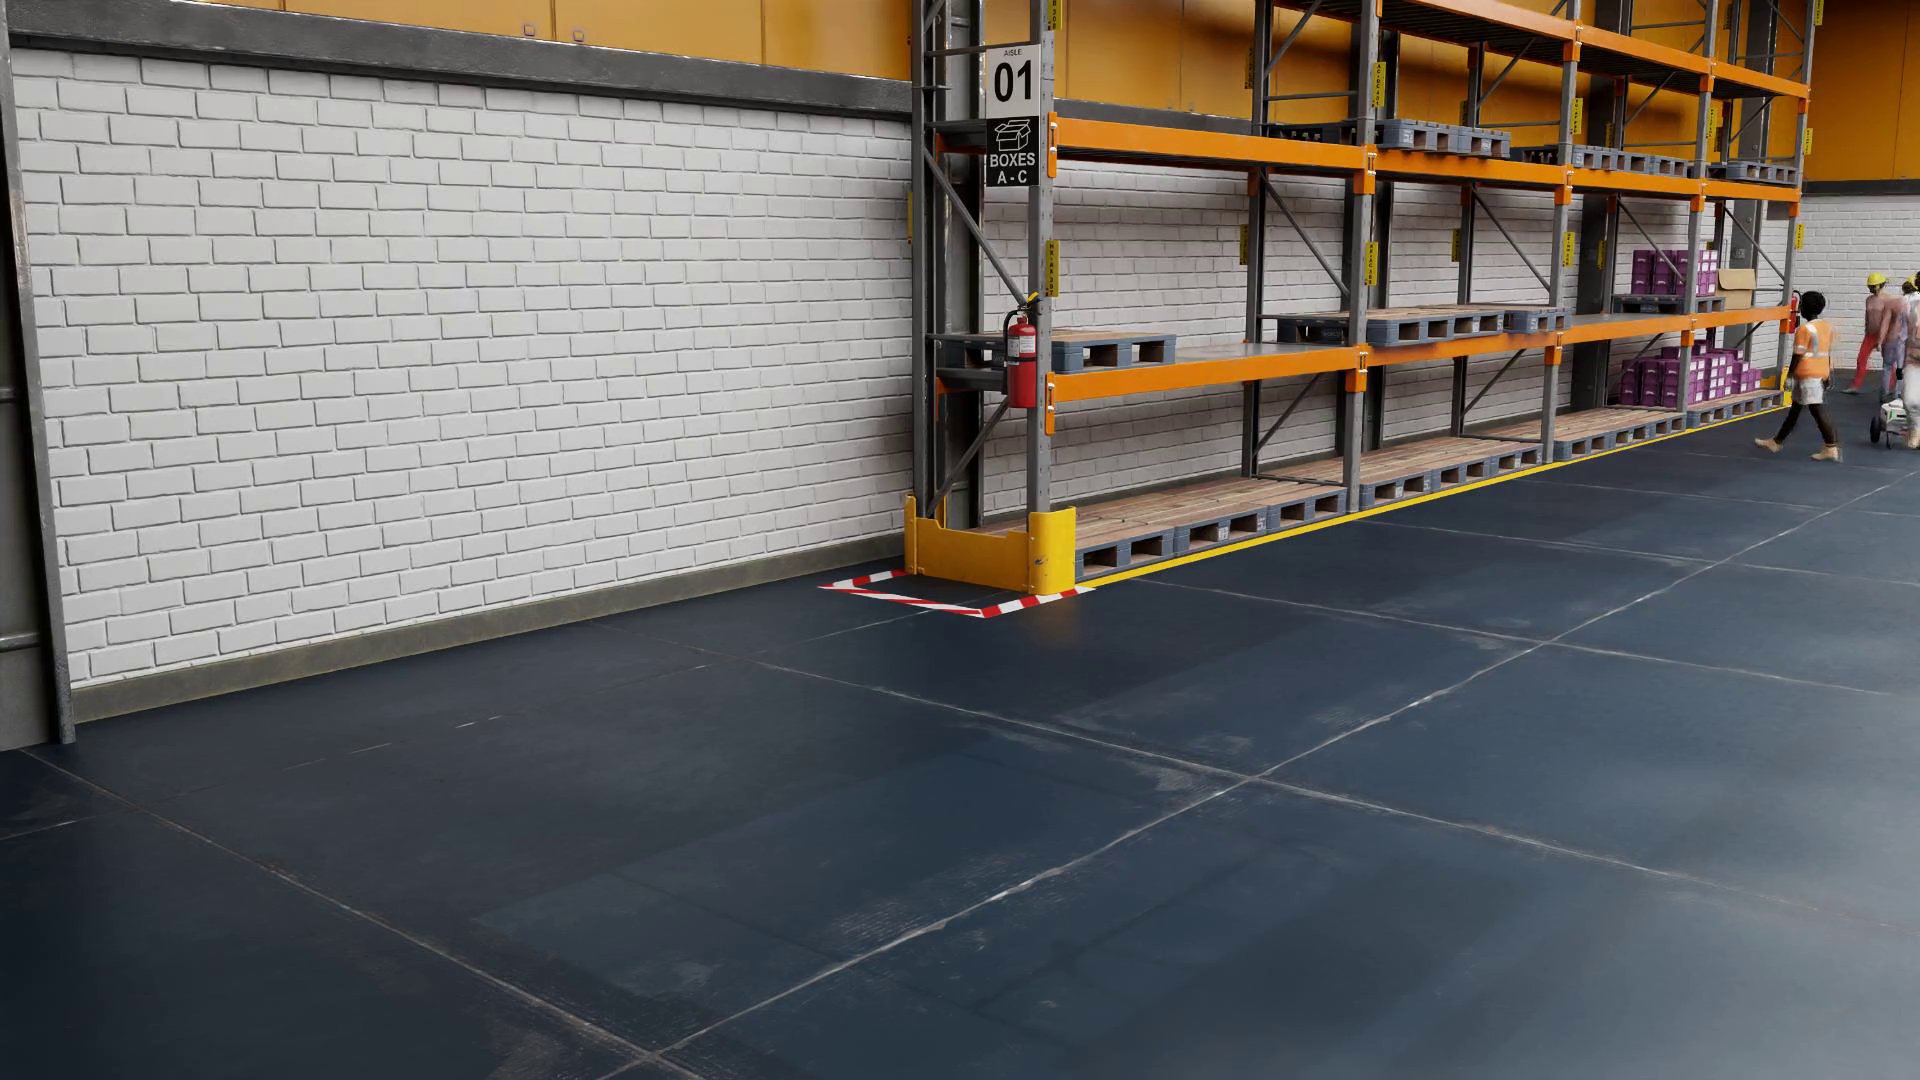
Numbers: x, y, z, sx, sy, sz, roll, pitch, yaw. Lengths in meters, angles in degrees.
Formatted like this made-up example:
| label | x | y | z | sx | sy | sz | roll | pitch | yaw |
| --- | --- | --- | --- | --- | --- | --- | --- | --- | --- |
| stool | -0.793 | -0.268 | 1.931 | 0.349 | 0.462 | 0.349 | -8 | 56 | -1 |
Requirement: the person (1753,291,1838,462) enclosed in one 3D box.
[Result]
| label | x | y | z | sx | sy | sz | roll | pitch | yaw |
| --- | --- | --- | --- | --- | --- | --- | --- | --- | --- |
| person | 8.278 | -1.609 | 16.323 | 0.550 | 1.643 | 0.890 | -8 | 13 | -39 |

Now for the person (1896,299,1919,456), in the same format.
| label | x | y | z | sx | sy | sz | roll | pitch | yaw |
| --- | --- | --- | --- | --- | --- | --- | --- | --- | --- |
| person | 9.704 | -1.745 | 16.615 | 0.652 | 1.829 | 0.438 | 7 | 12 | 33 |

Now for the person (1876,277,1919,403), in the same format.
| label | x | y | z | sx | sy | sz | roll | pitch | yaw |
| --- | --- | --- | --- | --- | --- | --- | --- | --- | --- |
| person | 12.415 | -2.620 | 21.959 | 0.566 | 1.695 | 0.893 | 5 | 11 | 26 |

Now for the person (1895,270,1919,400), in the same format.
| label | x | y | z | sx | sy | sz | roll | pitch | yaw |
| --- | --- | --- | --- | --- | --- | --- | --- | --- | --- |
| person | 11.837 | -2.425 | 20.498 | 0.565 | 1.831 | 0.980 | 2 | 10 | 13 |

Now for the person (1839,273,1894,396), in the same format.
| label | x | y | z | sx | sy | sz | roll | pitch | yaw |
| --- | --- | --- | --- | --- | --- | --- | --- | --- | --- |
| person | 12.825 | -2.876 | 23.332 | 0.814 | 1.714 | 0.547 | -3 | 10 | -17 |

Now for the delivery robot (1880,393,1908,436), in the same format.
| label | x | y | z | sx | sy | sz | roll | pitch | yaw |
| --- | --- | --- | --- | --- | --- | --- | --- | --- | --- |
| delivery robot | 9.885 | -1.301 | 17.449 | 0.477 | 0.478 | 0.707 | 4 | 11 | 22 |
